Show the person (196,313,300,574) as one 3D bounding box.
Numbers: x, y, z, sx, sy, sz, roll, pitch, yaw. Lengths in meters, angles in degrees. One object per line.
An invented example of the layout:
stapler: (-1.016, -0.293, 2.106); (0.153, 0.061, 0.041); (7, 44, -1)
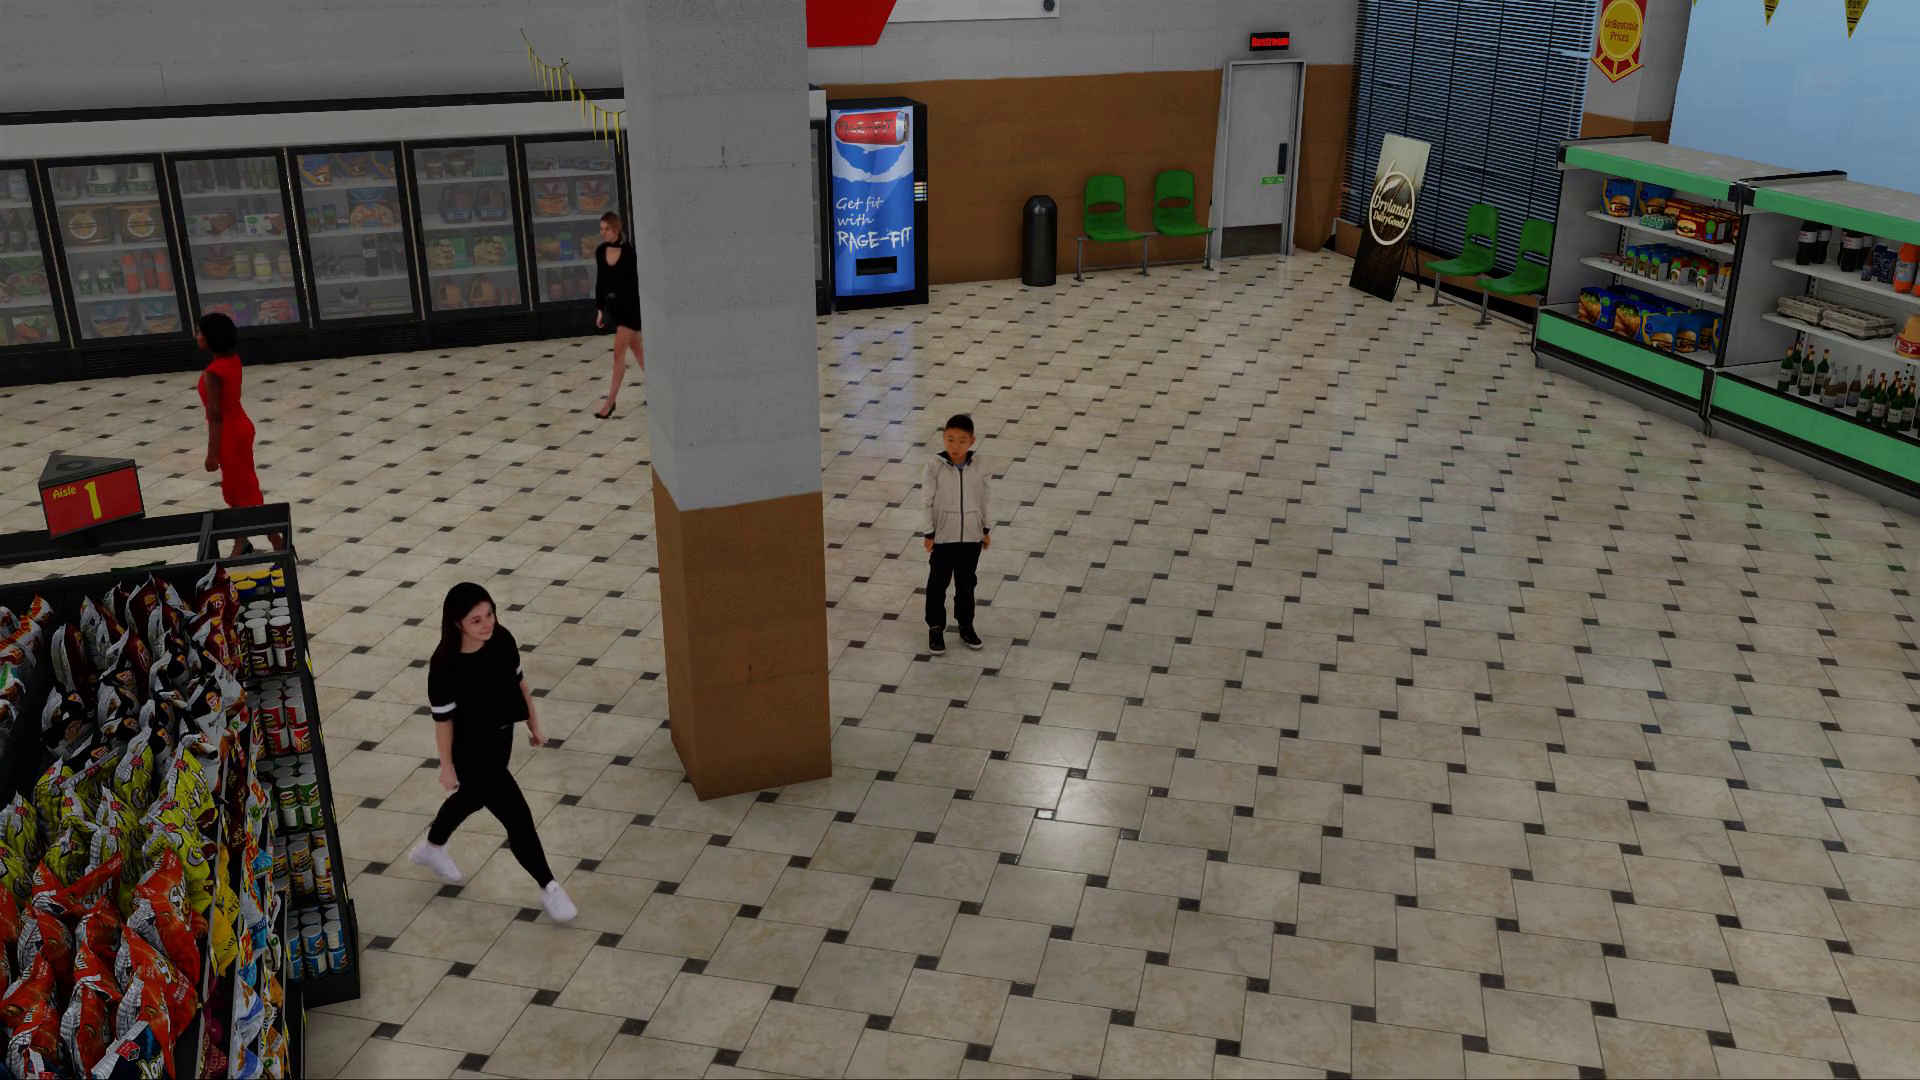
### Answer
person: (-4.665, -0.612, 10.777); (0.719, 1.742, 0.758); (-3, 22, -8)

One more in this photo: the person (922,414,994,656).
person: (-0.030, -0.049, 9.767); (0.571, 1.450, 0.499); (-7, 23, -17)

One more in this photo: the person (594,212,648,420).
person: (-2.777, -1.887, 14.009); (1.106, 1.700, 1.151); (10, 24, 23)

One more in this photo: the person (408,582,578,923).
person: (-2.121, 0.905, 7.206); (1.207, 1.591, 1.102); (10, 24, 24)
